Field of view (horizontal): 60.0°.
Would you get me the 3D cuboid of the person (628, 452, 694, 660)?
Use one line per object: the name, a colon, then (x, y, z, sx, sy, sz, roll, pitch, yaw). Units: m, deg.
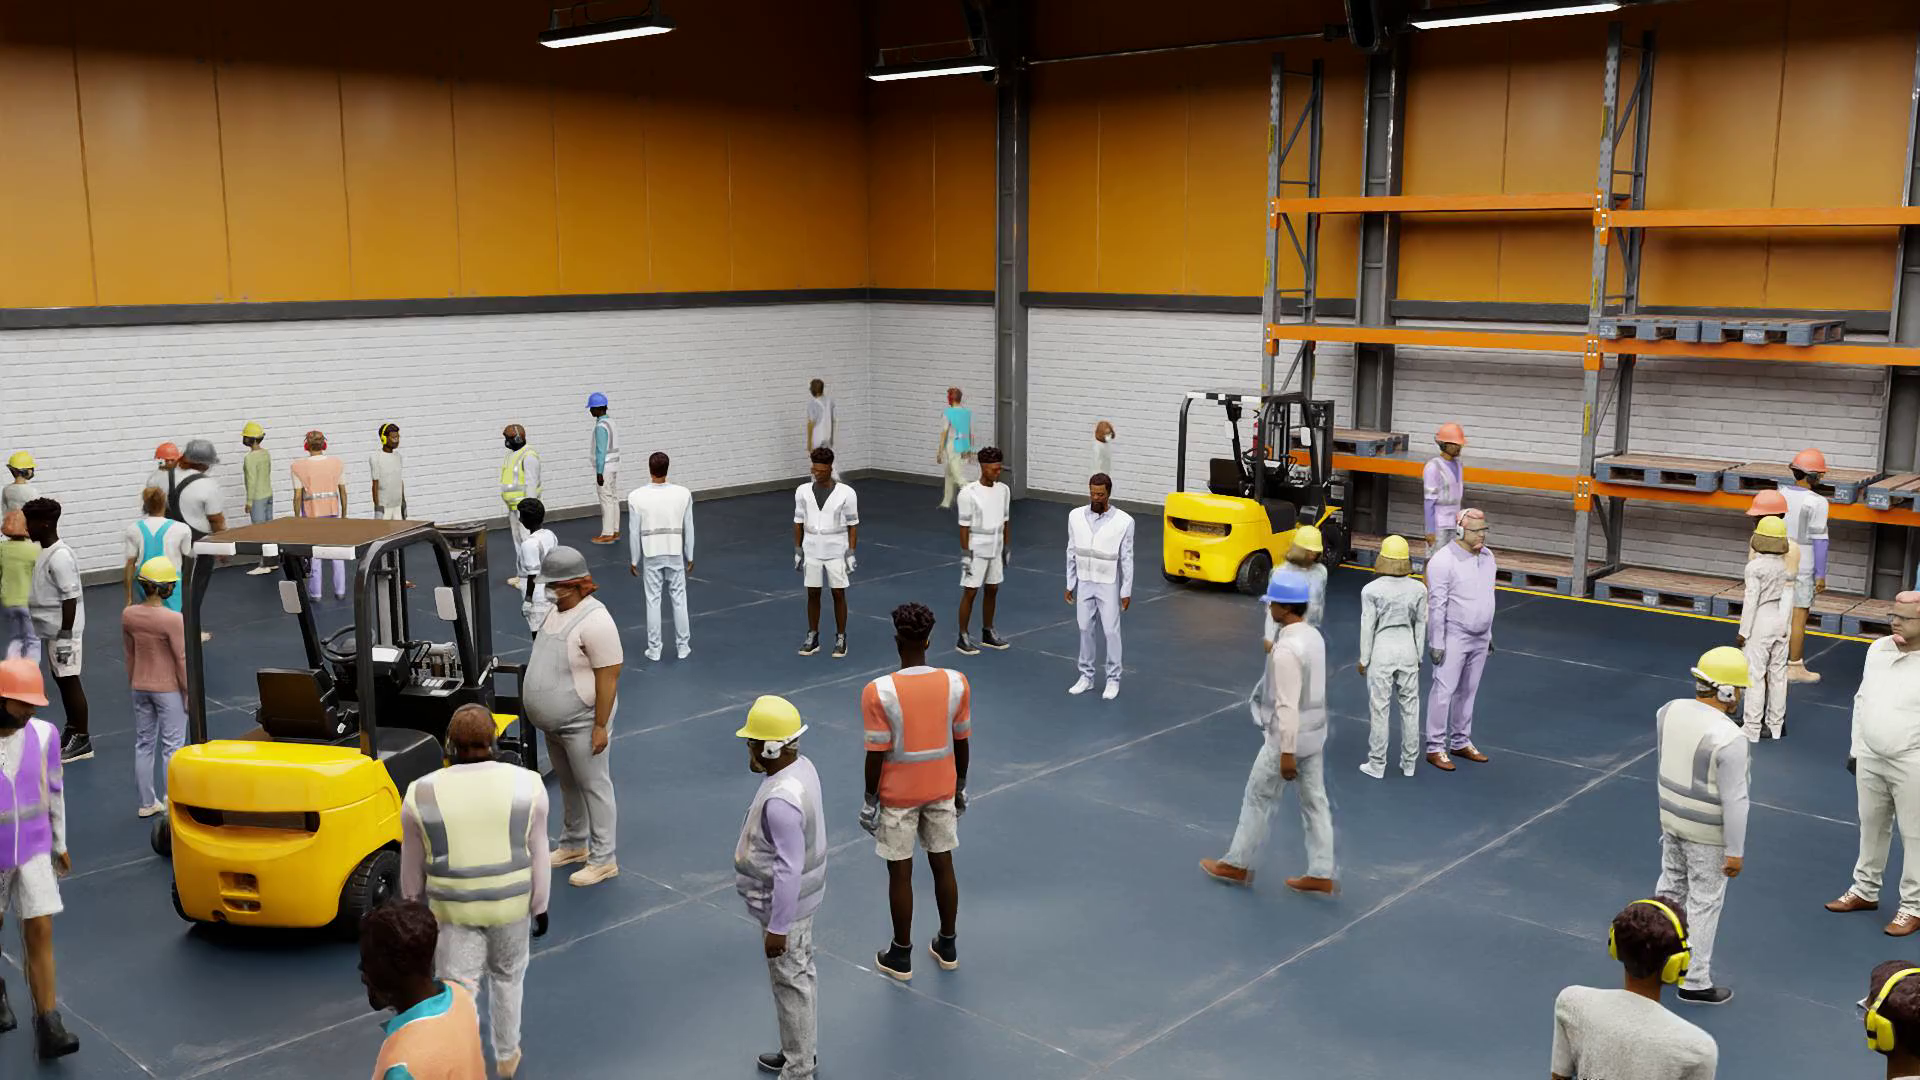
person: (-2.726, 0.150, 15.238, 0.587, 1.920, 0.394, -3, 10, -14)

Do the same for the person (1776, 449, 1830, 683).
person: (7.307, 0.220, 14.488, 0.390, 2.040, 0.614, -3, 11, -19)

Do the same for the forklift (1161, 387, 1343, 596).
forklift: (3.298, -0.608, 18.767, 1.214, 2.155, 2.313, 9, 13, 42)

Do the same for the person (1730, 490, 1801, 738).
person: (6.219, 0.565, 12.866, 0.398, 1.928, 0.541, -1, 10, -5)

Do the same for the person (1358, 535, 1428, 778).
person: (3.071, 0.830, 11.865, 0.487, 1.744, 0.312, -1, 10, -6)

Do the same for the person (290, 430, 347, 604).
person: (-6.795, -0.245, 17.689, 0.570, 1.844, 0.379, -8, 13, -39)

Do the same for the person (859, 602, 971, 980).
person: (-0.233, 1.290, 8.610, 0.614, 1.963, 0.362, -5, 11, -26)

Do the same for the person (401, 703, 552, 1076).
person: (-2.105, 1.606, 7.275, 0.636, 1.812, 0.835, -3, 10, -16)

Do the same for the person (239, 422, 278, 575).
person: (-8.131, -0.482, 19.260, 0.306, 1.772, 0.527, 0, 10, 0)

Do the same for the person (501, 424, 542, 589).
person: (-4.886, -0.382, 18.527, 0.429, 1.831, 0.638, -7, 12, -36)

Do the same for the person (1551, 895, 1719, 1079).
person: (1.991, 1.973, 5.034, 0.312, 1.859, 0.596, -9, 14, -43)

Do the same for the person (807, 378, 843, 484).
person: (-2.054, -1.503, 24.891, 0.535, 1.830, 0.629, -9, 14, -43)

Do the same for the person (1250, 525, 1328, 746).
person: (2.531, 0.686, 12.816, 0.501, 1.702, 0.764, -3, 11, -19)

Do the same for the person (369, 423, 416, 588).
person: (-6.269, -0.356, 18.310, 0.326, 1.856, 0.518, 4, 11, 20)

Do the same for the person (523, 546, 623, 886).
person: (-2.325, 1.028, 9.891, 0.536, 2.000, 0.688, -8, 13, -39)

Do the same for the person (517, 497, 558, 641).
person: (-3.548, 0.479, 14.007, 0.320, 1.692, 0.532, 1, 10, 6)

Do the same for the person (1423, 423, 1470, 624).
person: (4.882, -0.156, 16.644, 0.417, 2.036, 0.630, 10, 14, 44)

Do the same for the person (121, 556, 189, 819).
person: (-5.253, 0.981, 10.961, 0.536, 1.763, 0.331, 4, 11, 19)

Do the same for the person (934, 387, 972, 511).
person: (-0.004, -1.264, 23.626, 0.887, 1.805, 0.566, 6, 12, 32)

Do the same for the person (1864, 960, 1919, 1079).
person: (2.530, 2.057, 4.554, 0.511, 1.862, 0.324, -1, 10, -8)

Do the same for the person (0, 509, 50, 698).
person: (-7.784, 0.551, 13.818, 0.505, 1.623, 0.358, 1, 10, 4)

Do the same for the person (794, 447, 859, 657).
person: (-1.245, 0.109, 15.340, 0.613, 1.962, 0.362, 3, 10, 14)

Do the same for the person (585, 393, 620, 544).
person: (-4.557, -0.918, 21.270, 0.416, 1.939, 0.604, 0, 10, 0)

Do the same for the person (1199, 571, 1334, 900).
person: (1.825, 1.120, 9.725, 0.916, 1.906, 0.634, 6, 12, 32)

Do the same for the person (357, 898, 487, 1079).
person: (-1.580, 1.971, 4.910, 0.526, 1.897, 0.616, -1, 10, -3)

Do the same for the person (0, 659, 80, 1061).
person: (-4.444, 1.488, 7.762, 1.022, 1.858, 0.617, 9, 14, 43)

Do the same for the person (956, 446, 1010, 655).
person: (0.237, 0.093, 15.485, 0.619, 1.954, 0.394, -8, 13, -39)

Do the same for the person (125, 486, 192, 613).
person: (-6.676, 0.449, 13.932, 0.509, 1.793, 0.896, -1, 10, -7)

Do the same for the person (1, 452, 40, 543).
person: (-9.245, 0.006, 16.488, 0.523, 1.769, 0.324, 5, 11, 27)

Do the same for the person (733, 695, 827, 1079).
person: (-0.791, 1.579, 7.348, 0.403, 1.830, 0.599, 0, 10, 1)

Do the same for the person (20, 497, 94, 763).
person: (-6.643, 0.652, 12.240, 0.361, 1.963, 0.614, -7, 12, -36)

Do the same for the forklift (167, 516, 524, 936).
forklift: (-3.583, 0.976, 9.748, 1.214, 2.155, 2.313, 2, 10, 11)

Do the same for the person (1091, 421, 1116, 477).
person: (1.837, -0.739, 21.235, 0.311, 1.593, 0.695, 2, 10, 12)

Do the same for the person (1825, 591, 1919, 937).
person: (5.179, 1.218, 9.188, 0.407, 1.910, 0.640, -4, 11, -21)

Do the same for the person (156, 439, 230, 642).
person: (-7.288, -0.022, 15.870, 0.784, 2.000, 0.547, 5, 11, 28)

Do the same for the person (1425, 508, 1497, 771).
person: (3.667, 0.711, 12.081, 0.652, 1.905, 0.402, -7, 12, -33)

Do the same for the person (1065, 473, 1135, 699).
person: (1.184, 0.374, 13.997, 0.593, 1.911, 0.381, 5, 11, 28)

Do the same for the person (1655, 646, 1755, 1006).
person: (3.706, 1.418, 8.307, 0.403, 1.821, 0.602, -2, 10, -13)

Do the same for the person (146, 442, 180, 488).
person: (-8.307, -0.161, 17.512, 0.354, 1.743, 0.565, -1, 10, -3)

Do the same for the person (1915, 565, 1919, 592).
person: (7.803, 0.666, 13.145, 0.516, 1.618, 0.703, 3, 10, 16)

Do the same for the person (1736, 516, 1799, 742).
person: (6.152, 0.677, 12.739, 0.491, 1.744, 0.295, -4, 11, -22)
